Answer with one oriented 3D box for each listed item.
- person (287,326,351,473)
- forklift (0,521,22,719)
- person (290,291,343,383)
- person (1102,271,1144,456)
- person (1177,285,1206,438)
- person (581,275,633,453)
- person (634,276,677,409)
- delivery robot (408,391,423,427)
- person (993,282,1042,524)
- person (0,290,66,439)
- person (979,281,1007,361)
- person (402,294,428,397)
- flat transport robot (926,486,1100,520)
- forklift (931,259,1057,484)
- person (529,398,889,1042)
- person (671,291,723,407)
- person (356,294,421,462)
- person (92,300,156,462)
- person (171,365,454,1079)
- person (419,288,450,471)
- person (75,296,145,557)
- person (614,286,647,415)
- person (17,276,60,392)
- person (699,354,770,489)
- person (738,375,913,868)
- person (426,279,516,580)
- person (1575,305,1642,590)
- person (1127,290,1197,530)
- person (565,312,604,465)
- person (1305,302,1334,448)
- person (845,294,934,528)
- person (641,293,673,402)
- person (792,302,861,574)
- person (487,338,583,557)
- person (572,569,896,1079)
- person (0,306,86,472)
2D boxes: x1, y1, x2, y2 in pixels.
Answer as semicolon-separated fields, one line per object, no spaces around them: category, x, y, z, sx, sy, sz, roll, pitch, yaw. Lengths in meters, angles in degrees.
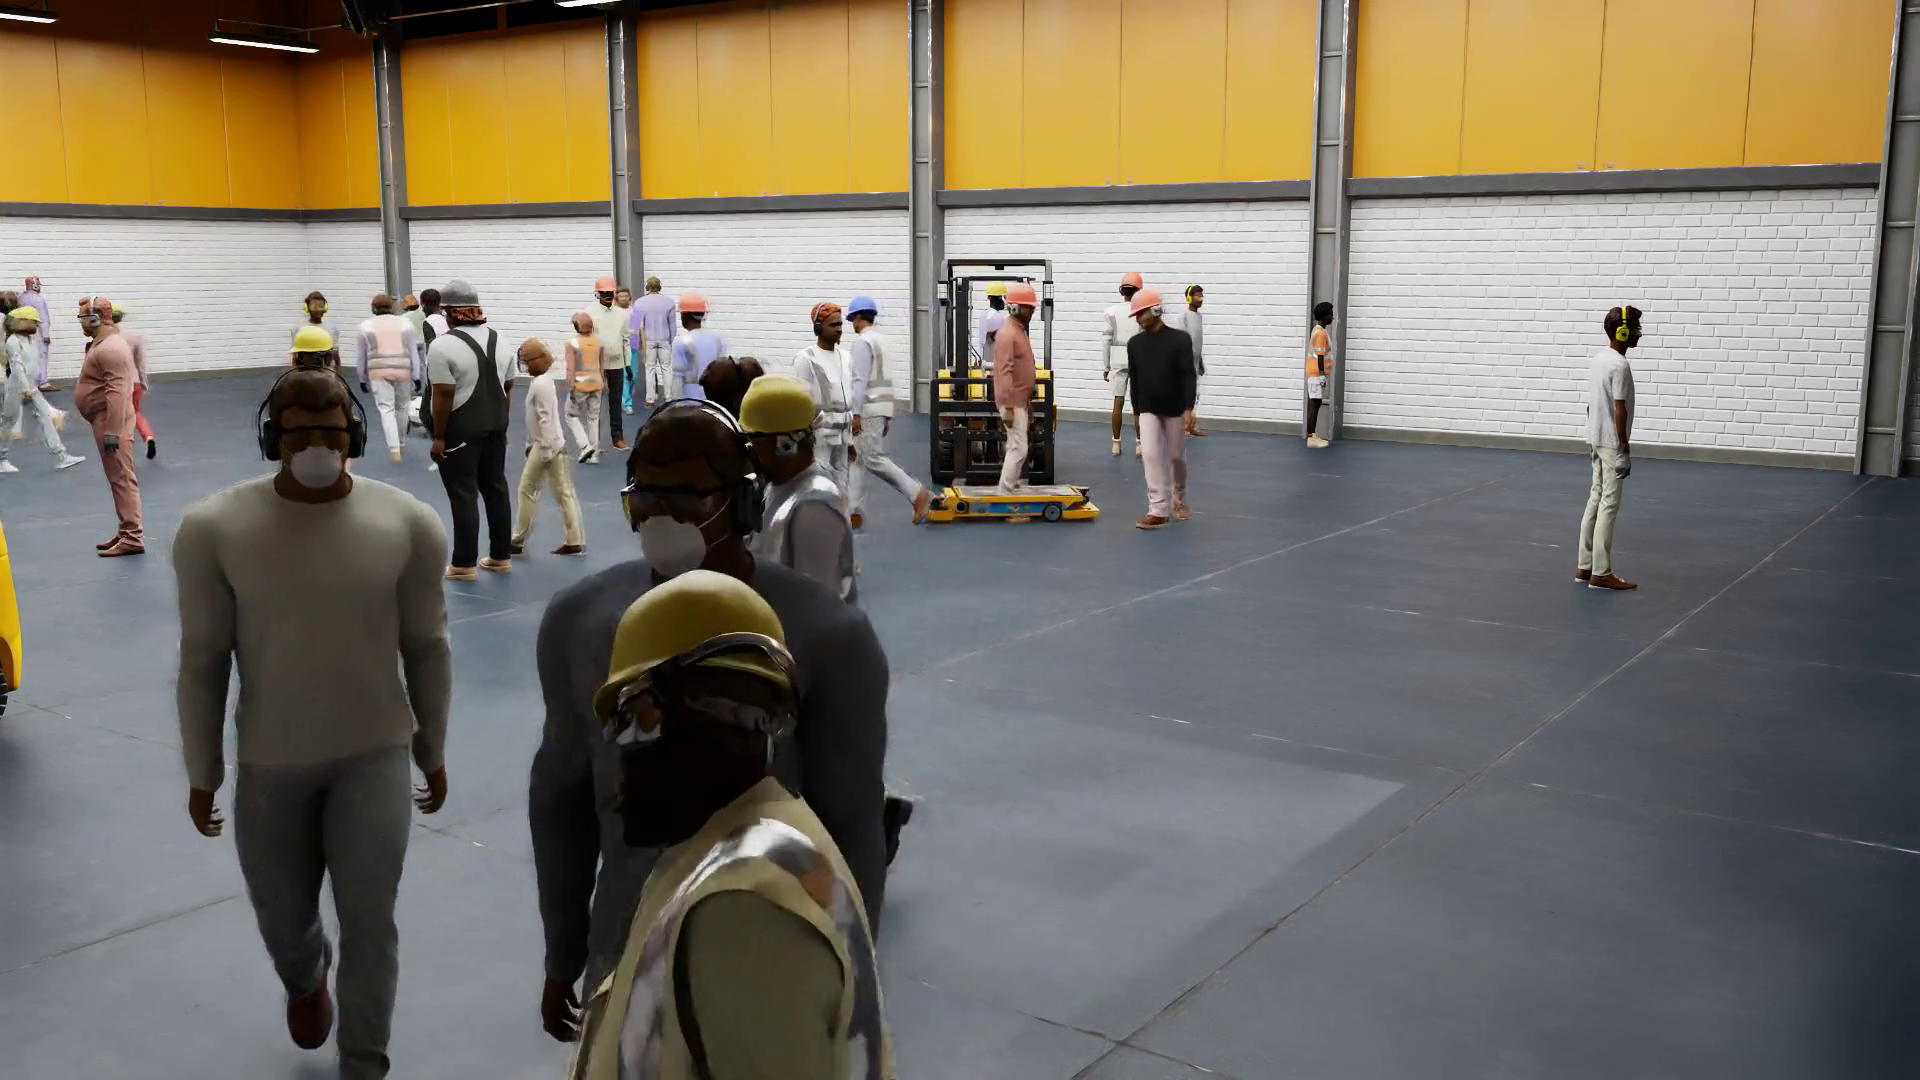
person;-3.894;-0.416;10.159;0.312;1.768;0.530;-6;11;-30
forklift;-5.296;-0.090;6.943;1.214;2.155;2.313;7;12;35
person;-6.657;-1.646;17.211;0.530;1.858;0.609;-7;12;-34
person;1.885;-1.945;18.440;0.615;2.042;0.372;2;10;14
person;2.841;-2.190;20.417;0.311;1.869;0.530;7;12;35
person;-3.999;-1.990;18.849;0.609;1.995;0.378;-7;12;-37
person;-4.462;-2.889;24.371;0.627;1.940;0.375;-3;10;-19
delivery robot;-6.582;-1.603;20.545;0.477;0.478;0.707;-8;12;-40
person;0.471;-1.136;13.817;0.404;1.983;0.639;2;10;12
person;-11.330;-2.115;20.124;0.694;1.820;0.627;-5;11;-29
person;0.415;-2.077;19.564;0.367;1.927;0.594;-3;10;-15
person;-8.665;-3.077;26.401;0.279;1.633;0.499;4;10;23
flat transport robot;0.418;-0.320;14.029;1.431;0.197;0.652;-1;10;-5
forklift;0.370;-1.738;16.759;1.214;2.155;2.313;1;10;3
person;-0.437;0.721;2.872;0.635;1.939;0.359;2;10;12
person;-2.202;-1.169;14.257;0.885;1.914;0.548;6;11;34
person;-6.259;-1.773;18.170;0.637;1.787;0.970;-5;11;-28
person;-8.842;-1.655;17.573;0.501;1.744;0.540;7;12;36
person;-1.582;0.517;4.143;0.641;1.921;0.722;-4;10;-22
person;-5.346;-1.642;17.131;0.490;1.875;0.648;2;10;14
person;-6.262;-0.831;12.221;0.401;1.904;0.648;-5;11;-27
person;-4.748;-2.692;23.560;0.579;1.819;0.791;-5;11;-26
person;-15.264;-3.402;27.523;0.646;1.908;0.408;5;11;29
person;-0.789;0.231;6.128;0.429;1.823;0.636;-3;10;-18
person;-0.457;0.366;5.395;0.608;1.809;0.592;-3;10;-18
person;-3.386;-0.754;11.355;0.535;2.000;0.684;6;11;31
person;4.316;-0.610;11.005;0.312;1.869;0.537;0;10;1
person;1.673;-1.077;13.633;0.661;1.937;0.881;5;11;25
person;-3.973;-1.597;17.608;0.366;1.628;0.519;9;13;43
person;4.172;-1.914;19.308;0.320;1.694;0.531;2;10;12
person;-0.627;-1.022;13.408;0.853;1.896;0.673;2;10;10
person;-4.656;-2.964;25.574;0.555;1.679;0.397;-8;13;-40
person;-0.900;-0.667;11.299;0.344;1.882;0.584;6;11;30
person;-3.115;-0.657;12.094;0.748;1.605;0.578;-1;10;-6
person;-0.279;0.942;2.060;0.406;1.778;0.670;-2;10;-14
person;-9.505;-1.531;17.018;0.925;1.684;0.513;1;10;5
